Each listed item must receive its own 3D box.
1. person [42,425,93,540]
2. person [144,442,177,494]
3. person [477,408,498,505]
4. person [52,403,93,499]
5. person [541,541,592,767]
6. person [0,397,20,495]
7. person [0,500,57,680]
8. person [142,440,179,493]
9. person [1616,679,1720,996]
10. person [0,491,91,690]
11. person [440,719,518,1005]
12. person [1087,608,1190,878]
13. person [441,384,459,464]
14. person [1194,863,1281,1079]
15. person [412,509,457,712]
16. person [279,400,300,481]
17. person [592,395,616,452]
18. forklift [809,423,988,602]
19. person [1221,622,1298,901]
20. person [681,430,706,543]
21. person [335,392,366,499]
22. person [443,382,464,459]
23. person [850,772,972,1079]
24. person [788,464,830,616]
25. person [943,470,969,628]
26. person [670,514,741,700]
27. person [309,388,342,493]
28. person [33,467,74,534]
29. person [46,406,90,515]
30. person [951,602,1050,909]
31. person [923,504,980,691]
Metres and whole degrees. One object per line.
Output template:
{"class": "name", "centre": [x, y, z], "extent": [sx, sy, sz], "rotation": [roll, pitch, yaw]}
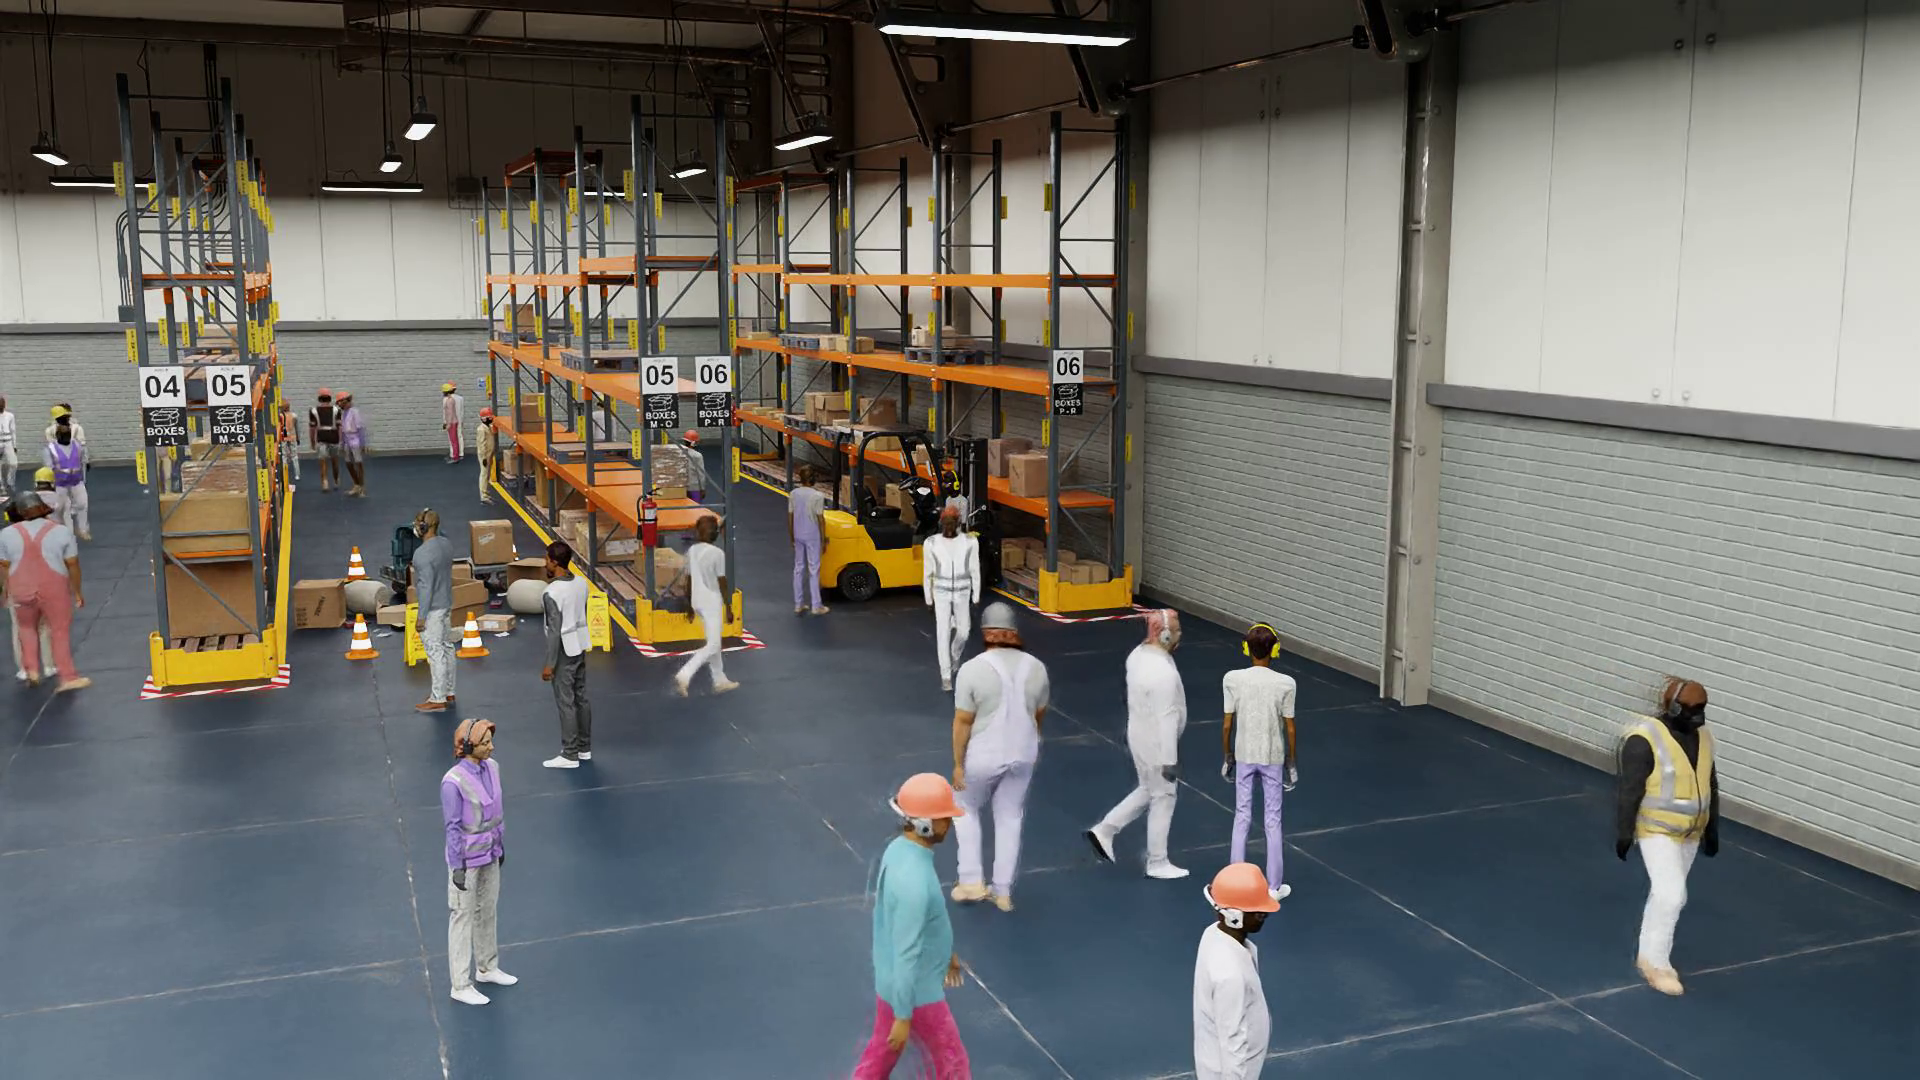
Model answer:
{"class": "person", "centre": [-13.808, -0.863, 25.764], "extent": [0.673, 1.822, 0.628], "rotation": [8, 12, 42]}
{"class": "person", "centre": [-14.513, -1.455, 30.199], "extent": [0.517, 1.591, 0.841], "rotation": [-5, 10, -26]}
{"class": "person", "centre": [-8.558, -1.523, 30.133], "extent": [0.338, 1.752, 0.564], "rotation": [-1, 9, -3]}
{"class": "person", "centre": [-16.302, -1.609, 30.523], "extent": [1.029, 1.808, 0.556], "rotation": [5, 10, 30]}
{"class": "person", "centre": [-3.309, 0.960, 13.993], "extent": [0.390, 1.918, 0.587], "rotation": [3, 9, 15]}
{"class": "person", "centre": [-18.038, -1.765, 31.283], "extent": [0.447, 1.872, 0.613], "rotation": [7, 12, 39]}
{"class": "person", "centre": [-9.585, 0.507, 16.999], "extent": [0.540, 1.873, 0.343], "rotation": [-5, 10, -27]}
{"class": "person", "centre": [-15.247, -1.830, 31.638], "extent": [0.580, 1.898, 0.589], "rotation": [-7, 11, -37]}
{"class": "person", "centre": [4.156, 1.705, 9.586], "extent": [0.640, 1.818, 0.626], "rotation": [-4, 10, -25]}
{"class": "person", "centre": [-9.178, 0.485, 16.594], "extent": [0.775, 2.000, 0.533], "rotation": [-3, 9, -16]}
{"class": "person", "centre": [-2.766, 1.818, 9.503], "extent": [0.311, 1.632, 0.515], "rotation": [3, 9, 16]}
{"class": "person", "centre": [1.255, 1.396, 11.359], "extent": [0.593, 1.895, 0.654], "rotation": [-2, 9, -12]}
{"class": "person", "centre": [-11.222, -2.558, 36.620], "extent": [0.329, 1.765, 0.525], "rotation": [-1, 9, -7]}
{"class": "person", "centre": [1.133, 2.172, 6.874], "extent": [0.336, 1.749, 0.575], "rotation": [0, 9, 3]}
{"class": "person", "centre": [-5.006, 0.663, 15.796], "extent": [0.368, 1.939, 0.632], "rotation": [1, 9, 3]}
{"class": "person", "centre": [-13.548, -1.996, 33.471], "extent": [0.521, 1.639, 0.311], "rotation": [-6, 11, -34]}
{"class": "person", "centre": [-7.112, -2.005, 33.128], "extent": [0.534, 1.767, 0.317], "rotation": [-4, 10, -23]}
{"class": "forklift", "centre": [-0.830, -0.399, 21.676], "extent": [2.313, 2.155, 1.214], "rotation": [-4, 10, -21]}
{"class": "person", "centre": [1.980, 1.460, 10.979], "extent": [0.513, 1.876, 0.328], "rotation": [3, 10, 20]}
{"class": "person", "centre": [-4.151, -0.830, 25.772], "extent": [0.565, 1.751, 0.330], "rotation": [6, 11, 32]}
{"class": "person", "centre": [-11.267, -1.754, 30.891], "extent": [0.711, 1.988, 0.391], "rotation": [7, 12, 39]}
{"class": "person", "centre": [-11.425, -2.687, 37.457], "extent": [0.327, 1.752, 0.563], "rotation": [5, 10, 30]}
{"class": "person", "centre": [-0.175, 1.981, 7.501], "extent": [1.015, 1.938, 0.620], "rotation": [-2, 9, -13]}
{"class": "person", "centre": [-1.856, 0.000, 20.262], "extent": [0.505, 1.846, 0.347], "rotation": [5, 10, 28]}
{"class": "person", "centre": [-0.060, 0.103, 19.584], "extent": [0.329, 1.861, 0.504], "rotation": [-5, 10, -27]}
{"class": "person", "centre": [-2.499, 0.657, 16.213], "extent": [0.795, 1.828, 0.514], "rotation": [-8, 12, -42]}
{"class": "person", "centre": [-12.129, -1.910, 31.877], "extent": [0.607, 1.995, 1.034], "rotation": [-3, 10, -18]}
{"class": "person", "centre": [-11.192, 0.005, 20.389], "extent": [0.602, 1.799, 0.902], "rotation": [-3, 10, -20]}
{"class": "person", "centre": [-15.447, -1.382, 28.835], "extent": [0.644, 1.890, 0.596], "rotation": [-4, 10, -22]}
{"class": "person", "centre": [0.240, 1.390, 10.899], "extent": [0.708, 2.000, 0.542], "rotation": [-4, 10, -23]}
{"class": "person", "centre": [-0.096, 0.548, 16.742], "extent": [0.573, 1.866, 0.641], "rotation": [-1, 9, -6]}
